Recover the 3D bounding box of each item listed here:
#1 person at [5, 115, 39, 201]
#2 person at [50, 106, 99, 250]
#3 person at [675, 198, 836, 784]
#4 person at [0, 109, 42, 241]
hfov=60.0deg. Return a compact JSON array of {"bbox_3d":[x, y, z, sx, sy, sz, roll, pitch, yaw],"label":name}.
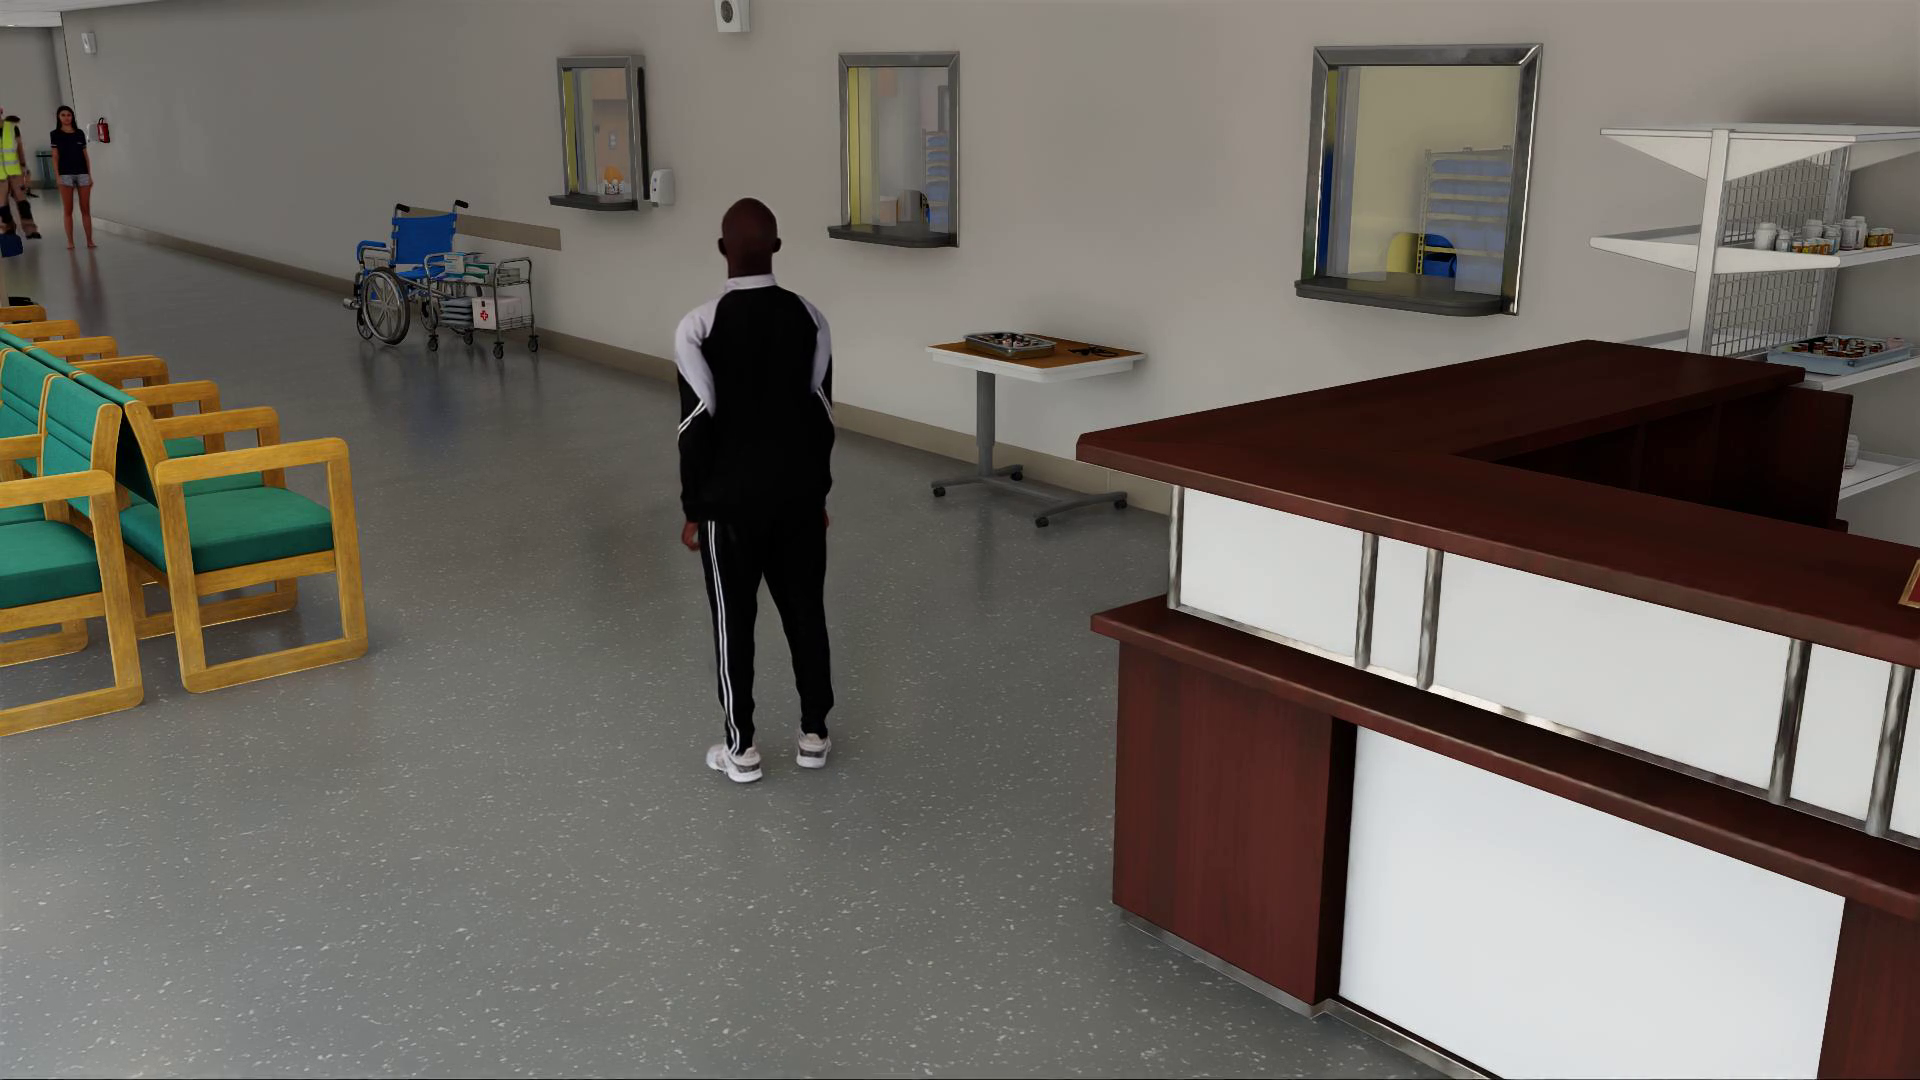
[{"bbox_3d":[-16.543,-6.657,29.005,0.776,1.429,0.712,1,16,2],"label":"person"},{"bbox_3d":[-11.214,-4.588,21.044,0.455,1.765,0.639,-12,20,-37],"label":"person"},{"bbox_3d":[-0.618,-0.143,5.166,0.610,1.827,0.777,-6,17,-21],"label":"person"},{"bbox_3d":[-12.464,-4.794,21.674,0.803,1.820,0.771,-13,20,-39],"label":"person"}]
